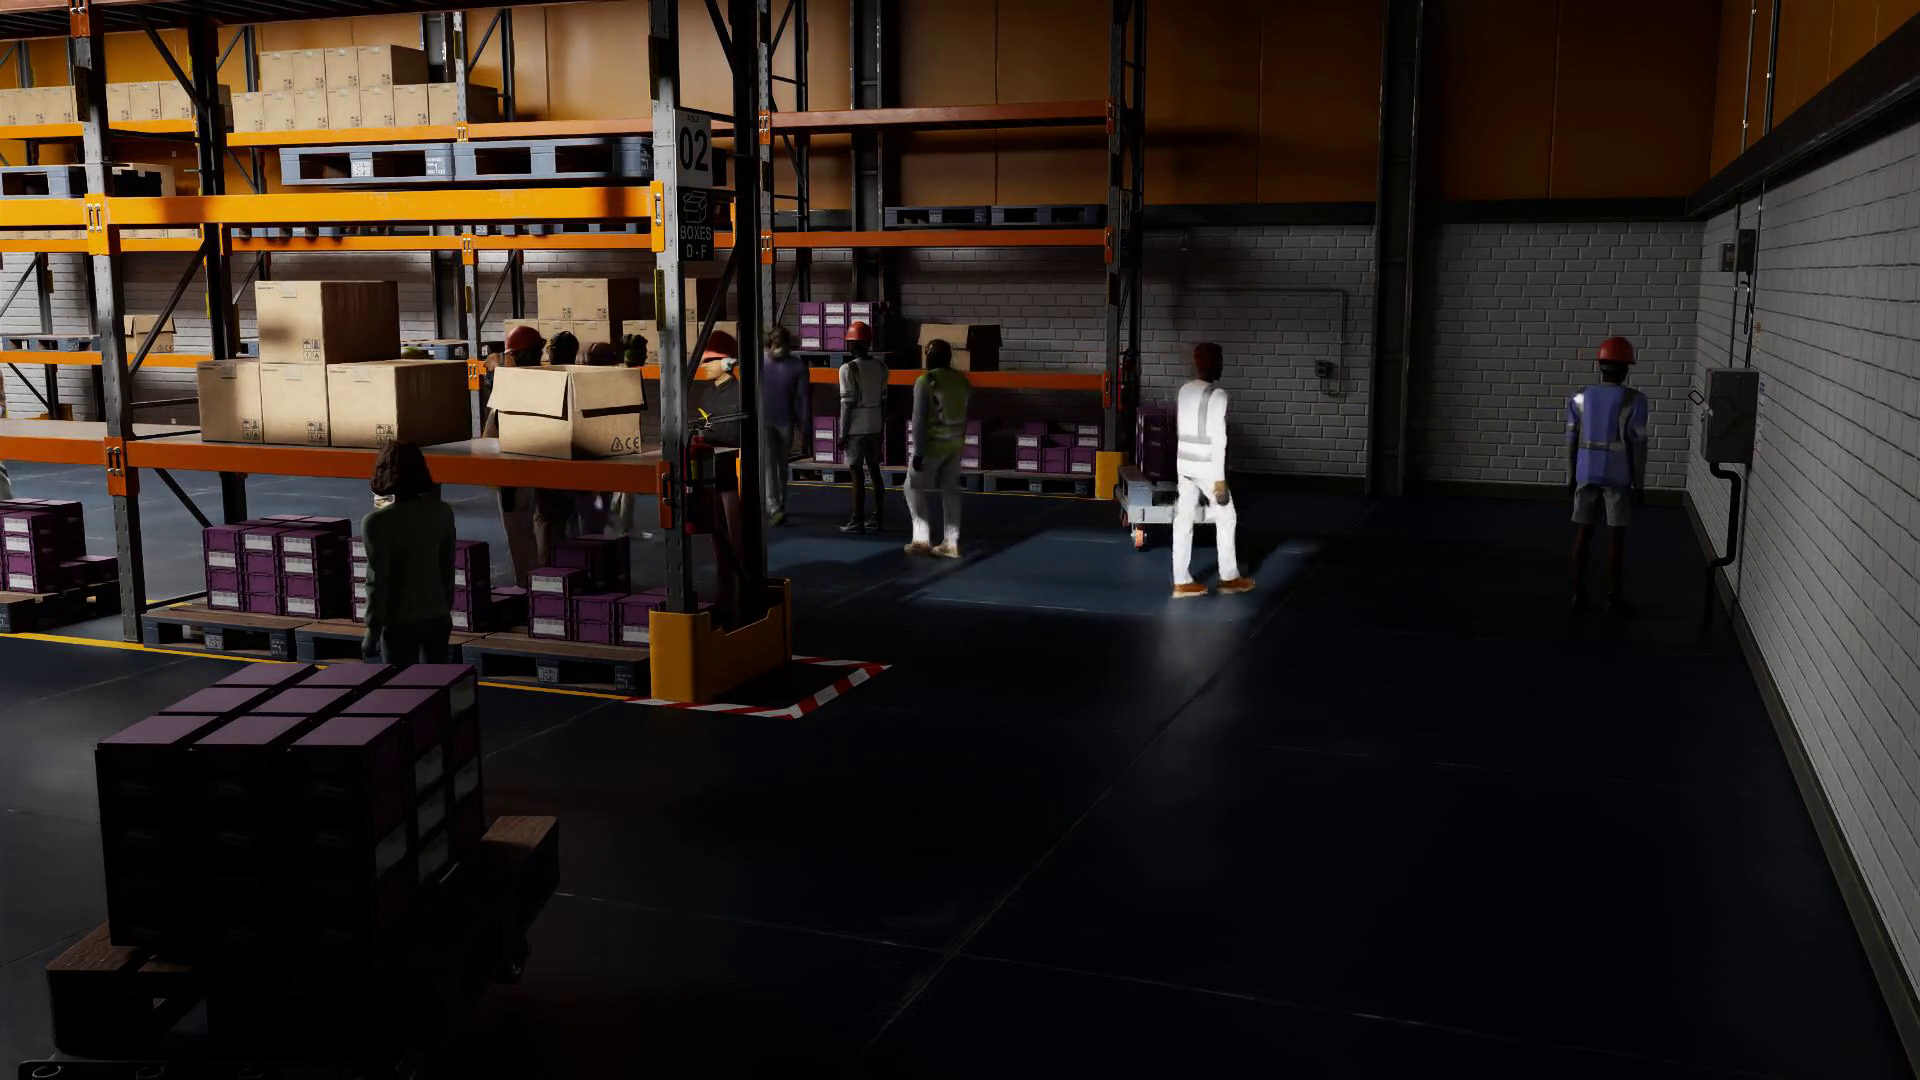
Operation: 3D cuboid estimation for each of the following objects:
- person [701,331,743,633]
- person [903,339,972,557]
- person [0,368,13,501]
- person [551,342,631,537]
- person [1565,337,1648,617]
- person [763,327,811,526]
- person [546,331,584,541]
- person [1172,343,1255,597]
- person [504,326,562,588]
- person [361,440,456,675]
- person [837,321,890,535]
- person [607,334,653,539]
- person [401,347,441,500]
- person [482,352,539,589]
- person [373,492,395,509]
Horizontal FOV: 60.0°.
[{"bbox_3d":[-1.557,-0.384,11.013,0.396,1.992,0.623,-7,12,-39],"label":"person"},{"bbox_3d":[-0.237,-0.764,13.928,0.664,1.825,0.606,-9,13,-44],"label":"person"},{"bbox_3d":[-8.716,-0.965,14.865,0.588,1.930,0.364,8,12,43],"label":"person"},{"bbox_3d":[-2.645,-0.495,12.100,0.561,1.875,0.660,5,11,31],"label":"person"},{"bbox_3d":[4.486,-0.437,11.535,0.551,1.932,0.376,8,12,42],"label":"person"},{"bbox_3d":[-1.743,-1.093,15.861,0.636,1.879,1.004,-1,9,-7],"label":"person"},{"bbox_3d":[-2.962,-0.608,12.598,0.370,1.940,0.631,4,10,26],"label":"person"},{"bbox_3d":[1.879,-0.511,12.218,0.775,1.859,0.606,-5,10,-30],"label":"person"},{"bbox_3d":[-3.140,-0.581,12.269,0.386,1.989,0.608,0,9,3],"label":"person"},{"bbox_3d":[-2.445,0.371,7.403,0.280,1.633,0.502,5,10,28],"label":"person"},{"bbox_3d":[-0.899,-1.016,15.159,0.354,1.939,0.545,9,13,44],"label":"person"},{"bbox_3d":[-2.924,-0.906,14.757,0.431,1.844,0.532,-2,9,-14],"label":"person"},{"bbox_3d":[-4.050,-0.532,12.475,0.403,1.823,0.599,-1,9,-7],"label":"person"},{"bbox_3d":[-3.111,-0.384,11.544,0.430,1.835,0.622,-2,9,-11],"label":"person"},{"bbox_3d":[-5.785,-1.240,16.869,0.429,1.844,0.627,4,10,24],"label":"person"}]
